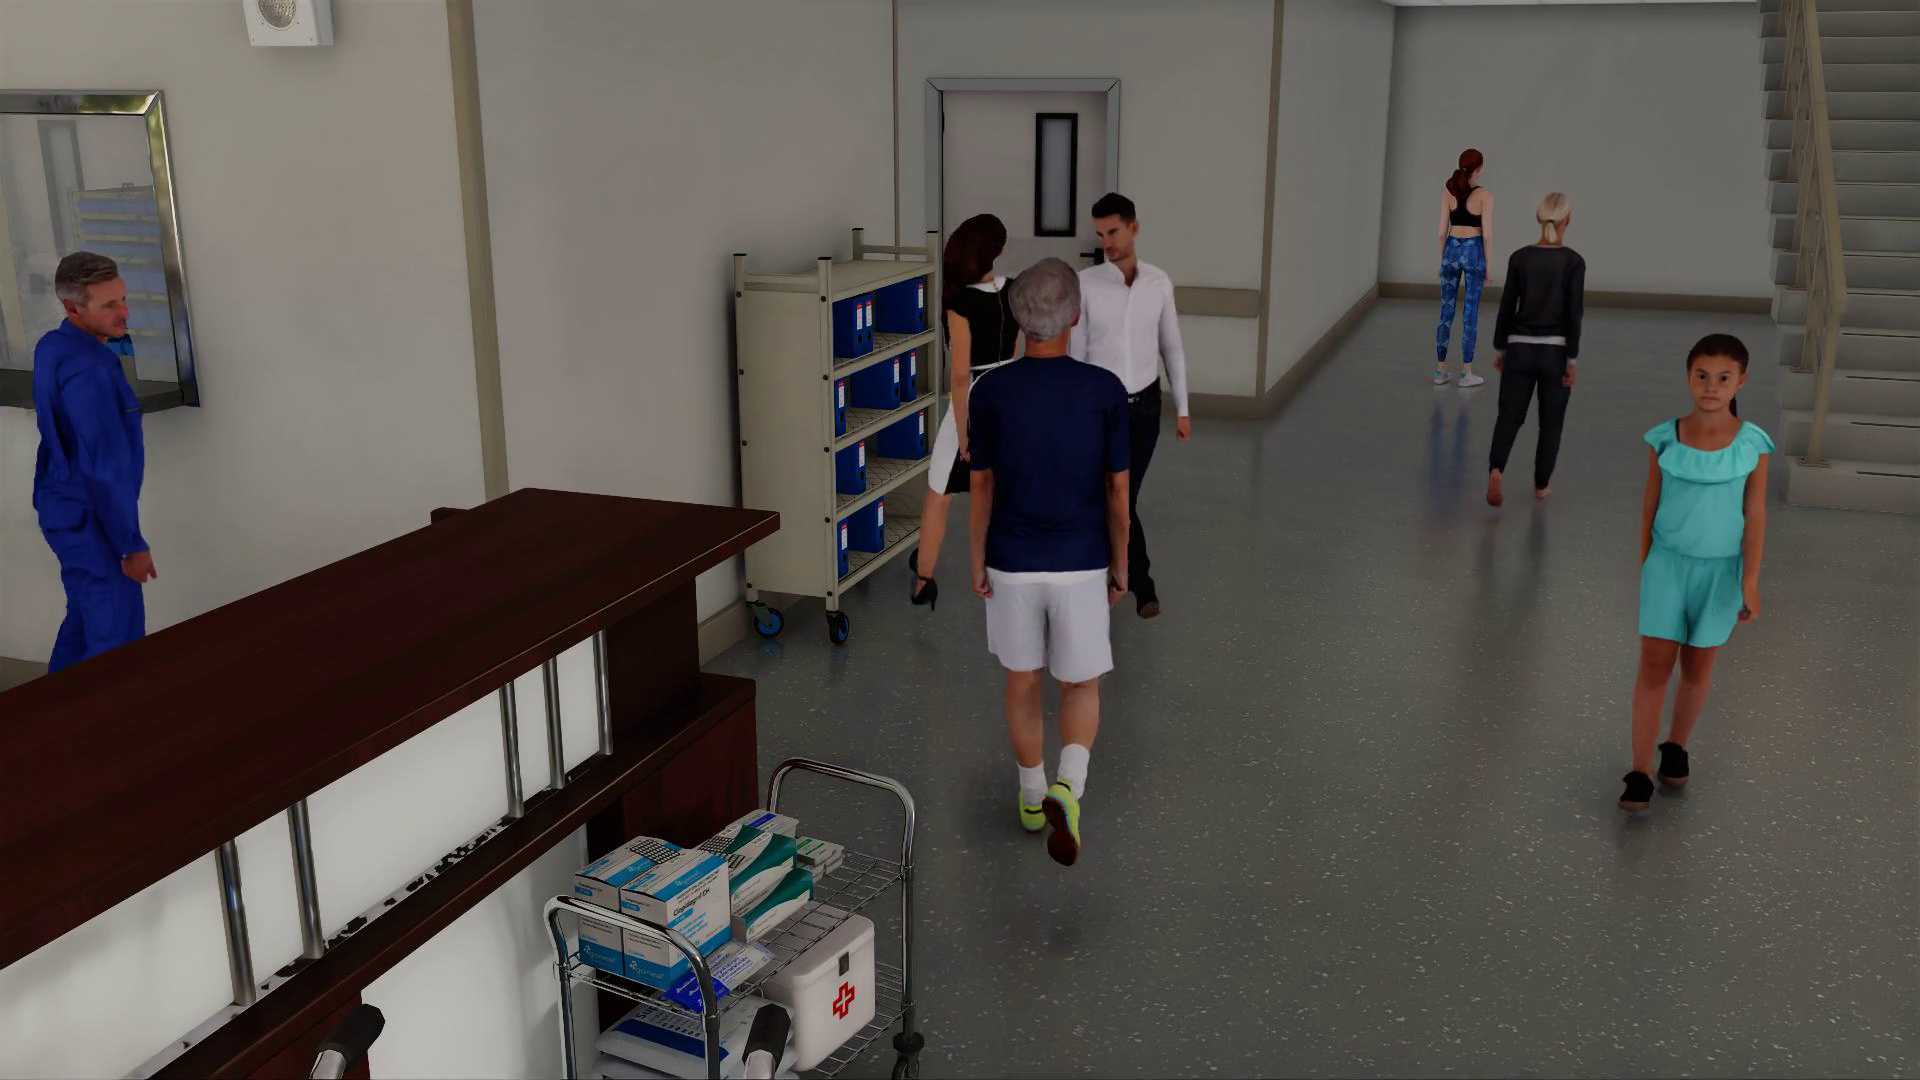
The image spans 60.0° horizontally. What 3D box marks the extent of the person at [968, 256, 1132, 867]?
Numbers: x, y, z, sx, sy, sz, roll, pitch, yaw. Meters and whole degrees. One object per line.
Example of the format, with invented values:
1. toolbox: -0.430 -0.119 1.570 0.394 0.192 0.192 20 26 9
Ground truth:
1. person: 0.261 0.096 4.938 0.824 1.821 1.082 1 16 2

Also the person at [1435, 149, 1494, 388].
1. person: 3.846 -2.076 12.708 0.646 1.785 0.670 12 20 36

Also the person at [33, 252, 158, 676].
1. person: -2.905 -0.029 5.448 0.982 1.784 0.973 13 21 40

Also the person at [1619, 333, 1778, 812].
1. person: 2.428 0.095 5.470 0.622 1.534 0.903 7 17 24

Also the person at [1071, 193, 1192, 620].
1. person: 0.694 -0.587 7.381 1.120 1.809 1.327 -4 16 -13

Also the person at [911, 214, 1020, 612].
1. person: 0.175 -0.412 6.904 1.144 1.730 1.079 -13 20 -38

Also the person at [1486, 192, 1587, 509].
1. person: 3.137 -1.015 9.086 0.749 1.707 1.044 9 18 30
